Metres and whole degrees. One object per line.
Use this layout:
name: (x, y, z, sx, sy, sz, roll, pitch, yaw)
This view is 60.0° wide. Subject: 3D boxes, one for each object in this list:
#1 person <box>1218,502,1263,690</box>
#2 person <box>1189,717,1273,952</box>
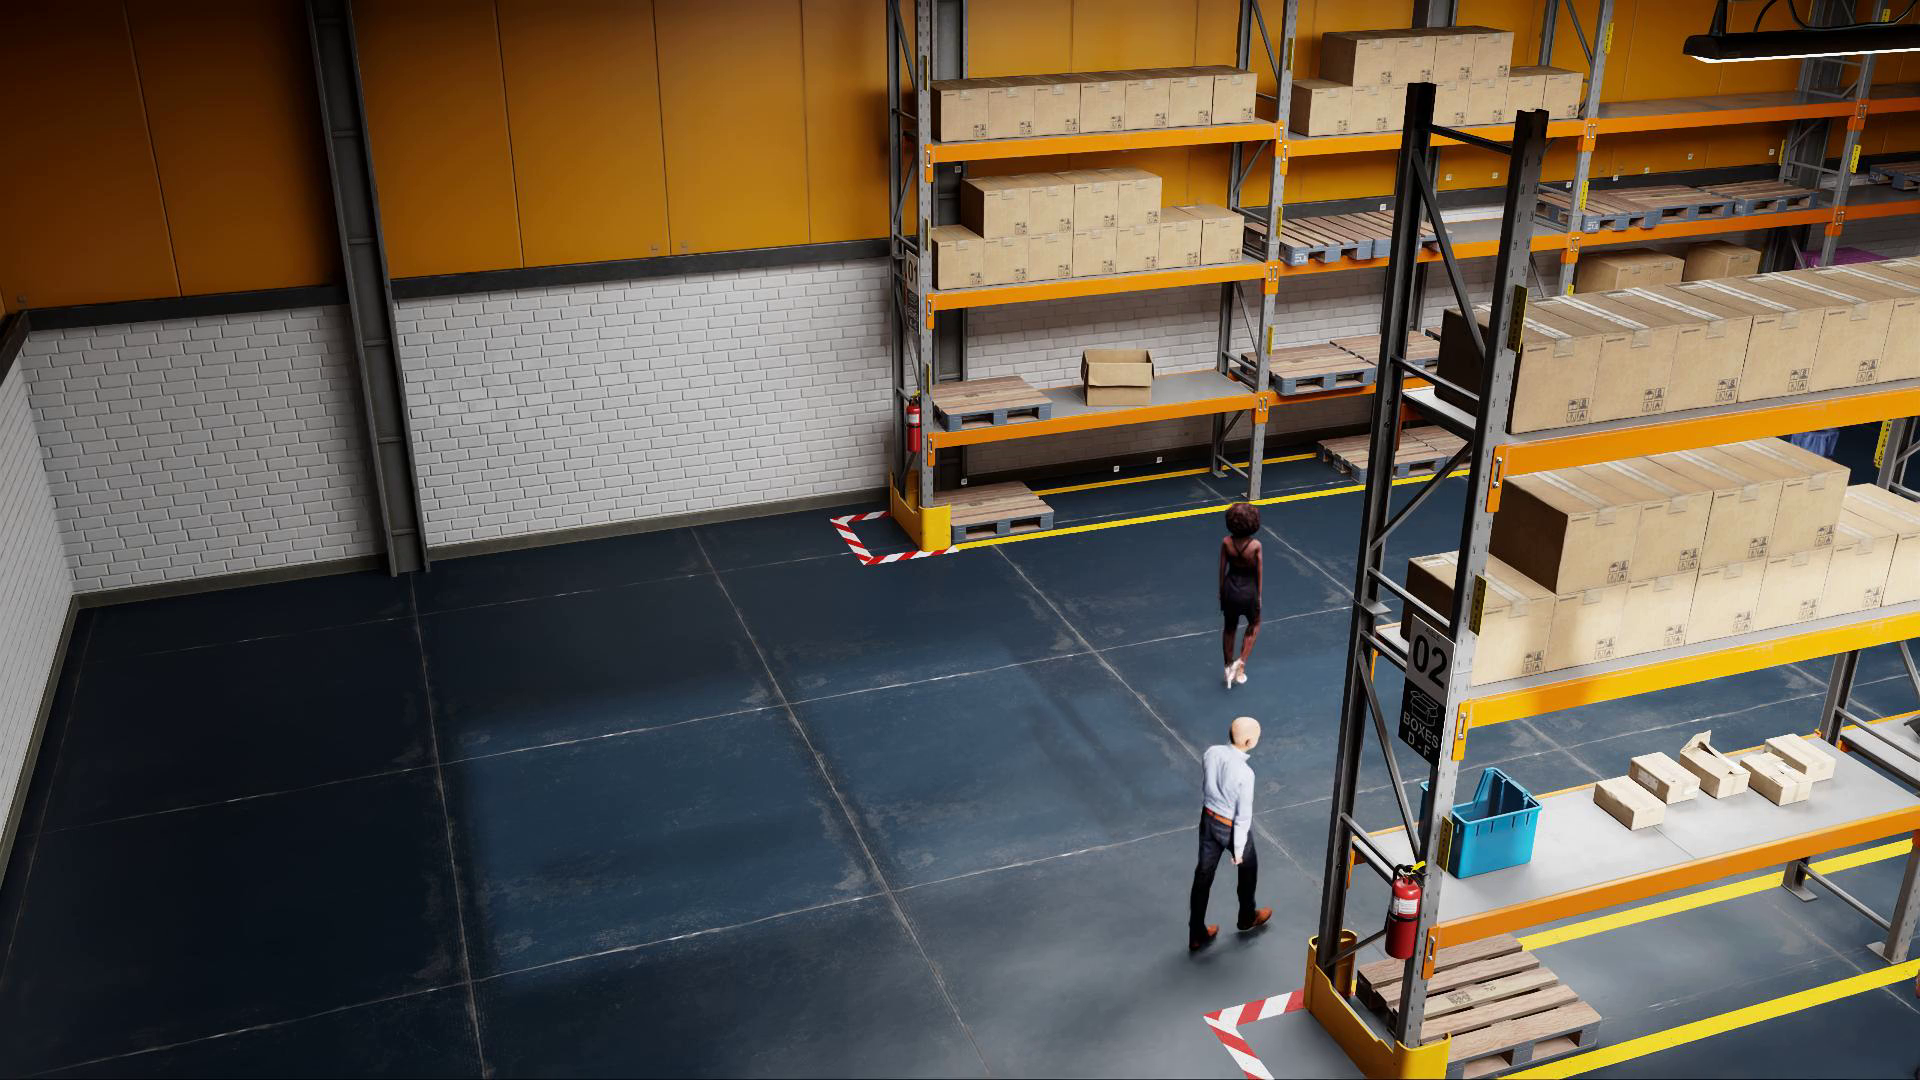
person: (2.460, 0.540, 14.736, 0.725, 1.775, 0.785, 11, 26, 23)
person: (1.747, 2.037, 11.335, 1.053, 1.758, 0.877, -20, 31, -39)
